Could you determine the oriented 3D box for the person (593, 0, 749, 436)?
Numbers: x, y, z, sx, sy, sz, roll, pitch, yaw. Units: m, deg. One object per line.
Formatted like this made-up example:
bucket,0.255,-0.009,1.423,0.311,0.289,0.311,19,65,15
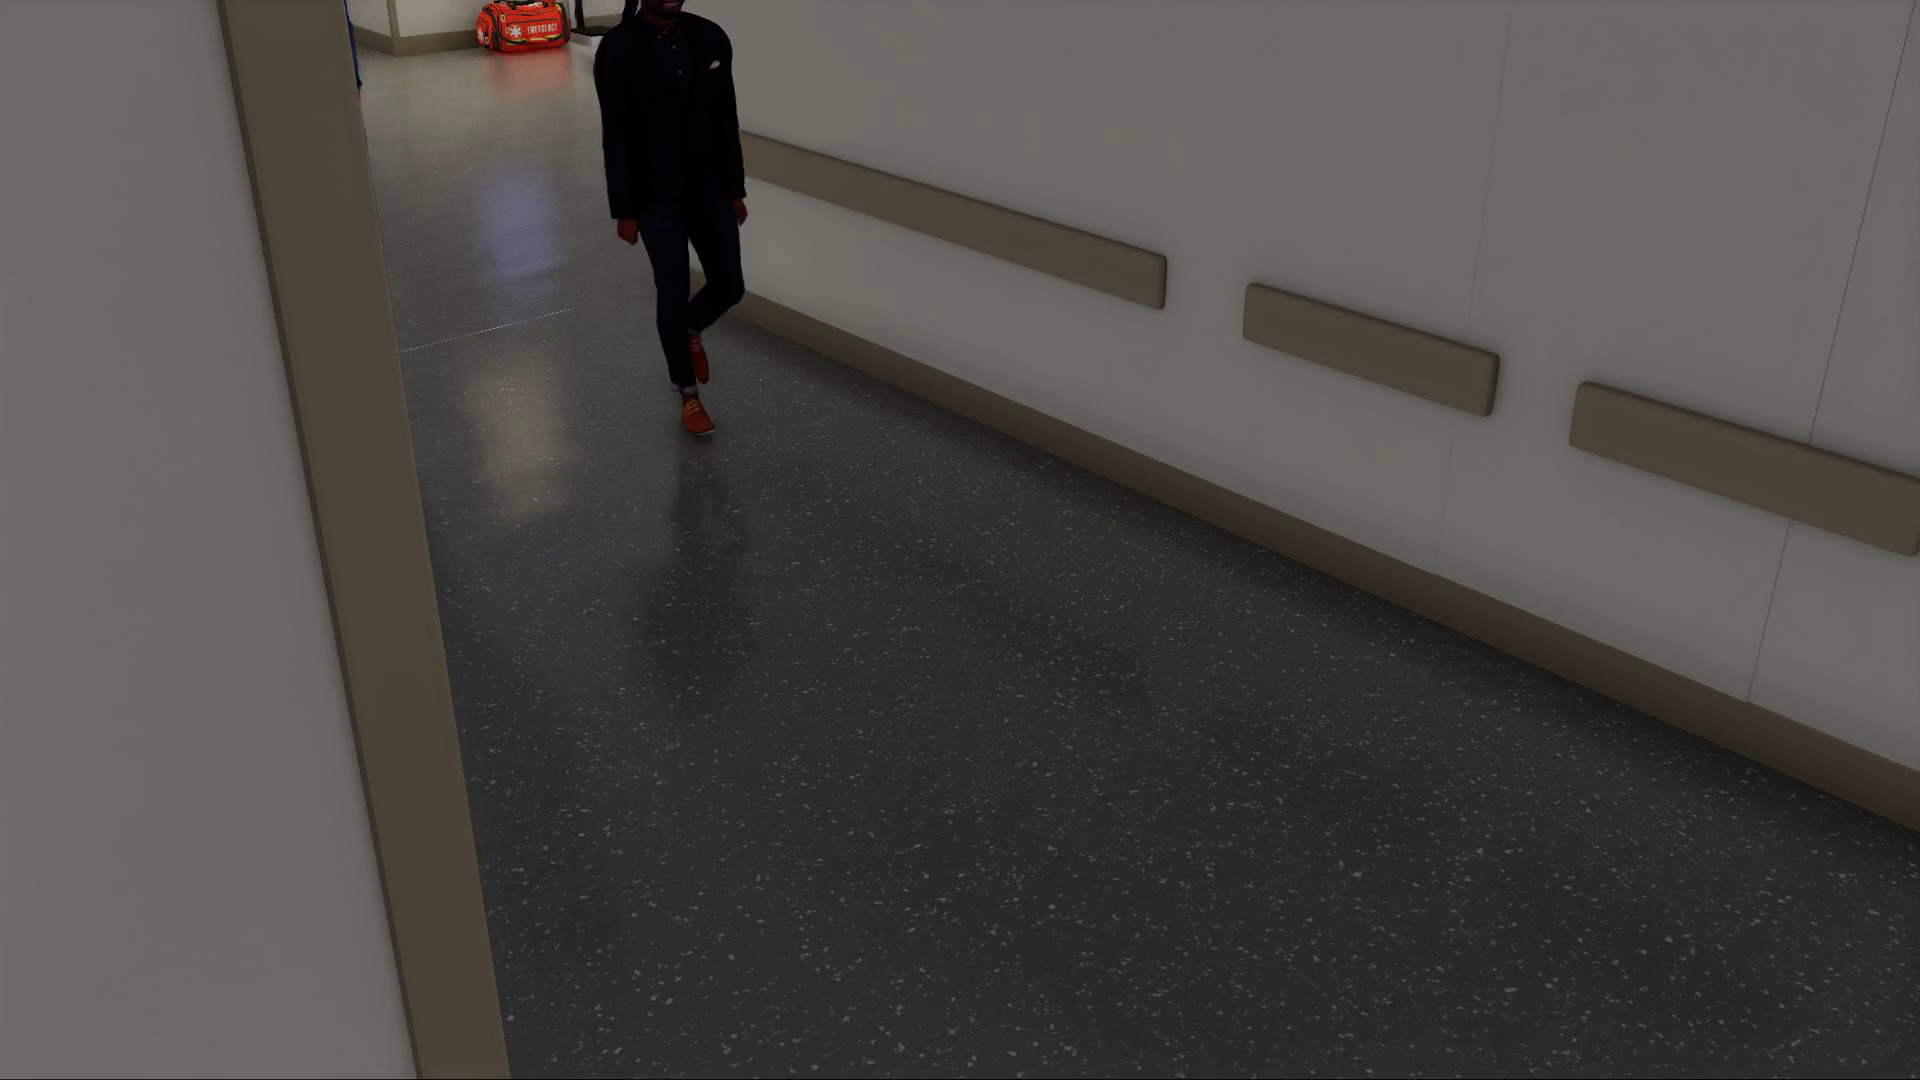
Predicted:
person,-1.100,-1.339,6.417,0.892,1.806,0.866,-13,29,-25
